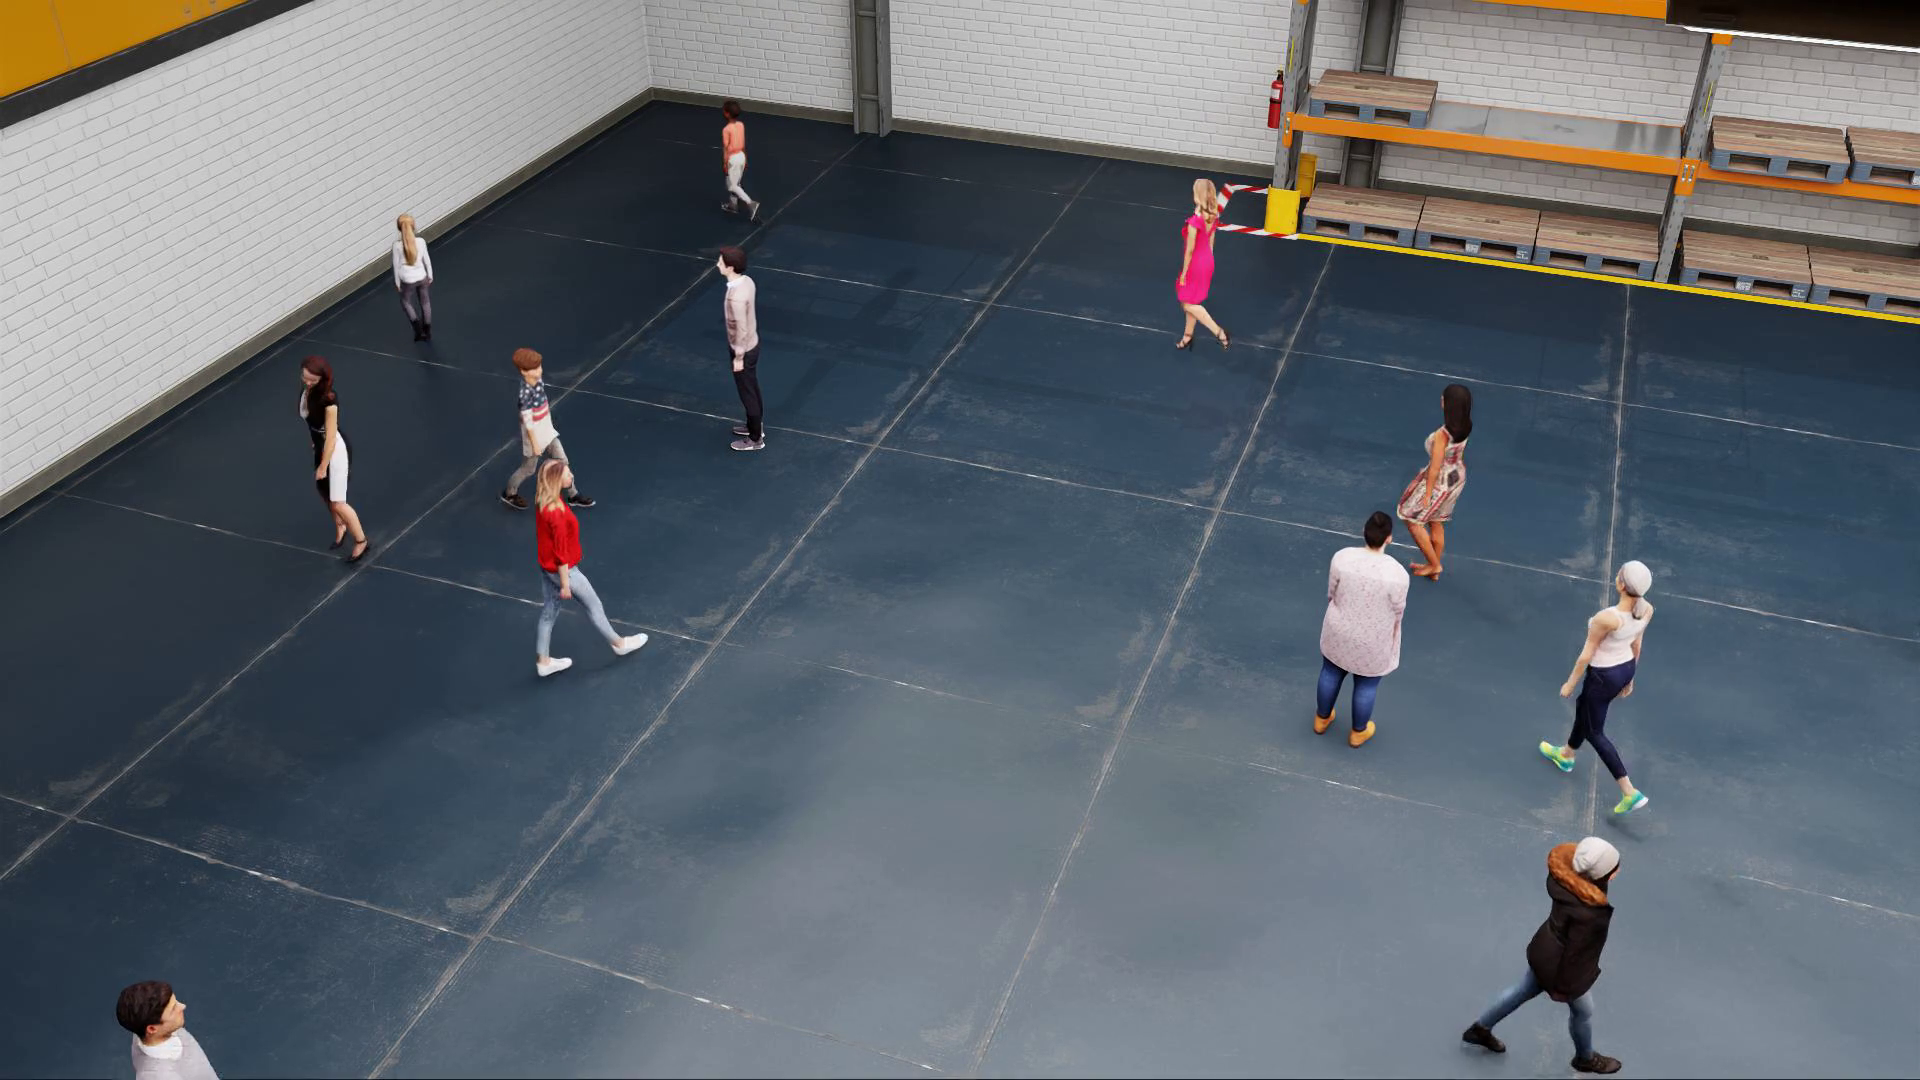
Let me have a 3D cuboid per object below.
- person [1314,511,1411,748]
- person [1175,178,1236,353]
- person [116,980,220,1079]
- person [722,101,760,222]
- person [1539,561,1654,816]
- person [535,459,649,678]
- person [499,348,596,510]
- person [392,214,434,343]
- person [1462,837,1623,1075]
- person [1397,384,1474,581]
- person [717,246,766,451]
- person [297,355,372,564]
[{"bbox_3d":[2.559,0.559,10.668,0.645,1.744,0.797,20,39,28],"label":"person"},{"bbox_3d":[2.245,-2.451,15.228,0.931,1.711,0.730,22,40,30],"label":"person"},{"bbox_3d":[-3.434,2.695,7.298,1.292,1.919,1.226,-14,36,-20],"label":"person"},{"bbox_3d":[-2.421,-4.122,18.117,0.873,1.295,0.609,20,39,28],"label":"person"},{"bbox_3d":[4.013,0.923,10.181,1.051,1.679,1.163,-18,38,-25],"label":"person"},{"bbox_3d":[-2.778,0.223,11.243,1.070,1.668,1.053,-19,38,-26],"label":"person"},{"bbox_3d":[-3.390,-0.841,13.078,1.013,1.409,0.627,6,34,8],"label":"person"},{"bbox_3d":[-5.106,-2.422,15.578,0.648,1.274,0.709,-18,38,-25],"label":"person"},{"bbox_3d":[2.997,2.111,8.466,1.107,1.598,0.804,2,34,3],"label":"person"},{"bbox_3d":[3.581,-0.368,12.163,0.783,1.635,0.769,29,43,36],"label":"person"},{"bbox_3d":[-1.815,-1.602,13.863,0.651,1.807,0.691,0,34,0],"label":"person"},{"bbox_3d":[-4.652,-0.602,12.398,0.817,1.763,0.690,-15,36,-21],"label":"person"}]
